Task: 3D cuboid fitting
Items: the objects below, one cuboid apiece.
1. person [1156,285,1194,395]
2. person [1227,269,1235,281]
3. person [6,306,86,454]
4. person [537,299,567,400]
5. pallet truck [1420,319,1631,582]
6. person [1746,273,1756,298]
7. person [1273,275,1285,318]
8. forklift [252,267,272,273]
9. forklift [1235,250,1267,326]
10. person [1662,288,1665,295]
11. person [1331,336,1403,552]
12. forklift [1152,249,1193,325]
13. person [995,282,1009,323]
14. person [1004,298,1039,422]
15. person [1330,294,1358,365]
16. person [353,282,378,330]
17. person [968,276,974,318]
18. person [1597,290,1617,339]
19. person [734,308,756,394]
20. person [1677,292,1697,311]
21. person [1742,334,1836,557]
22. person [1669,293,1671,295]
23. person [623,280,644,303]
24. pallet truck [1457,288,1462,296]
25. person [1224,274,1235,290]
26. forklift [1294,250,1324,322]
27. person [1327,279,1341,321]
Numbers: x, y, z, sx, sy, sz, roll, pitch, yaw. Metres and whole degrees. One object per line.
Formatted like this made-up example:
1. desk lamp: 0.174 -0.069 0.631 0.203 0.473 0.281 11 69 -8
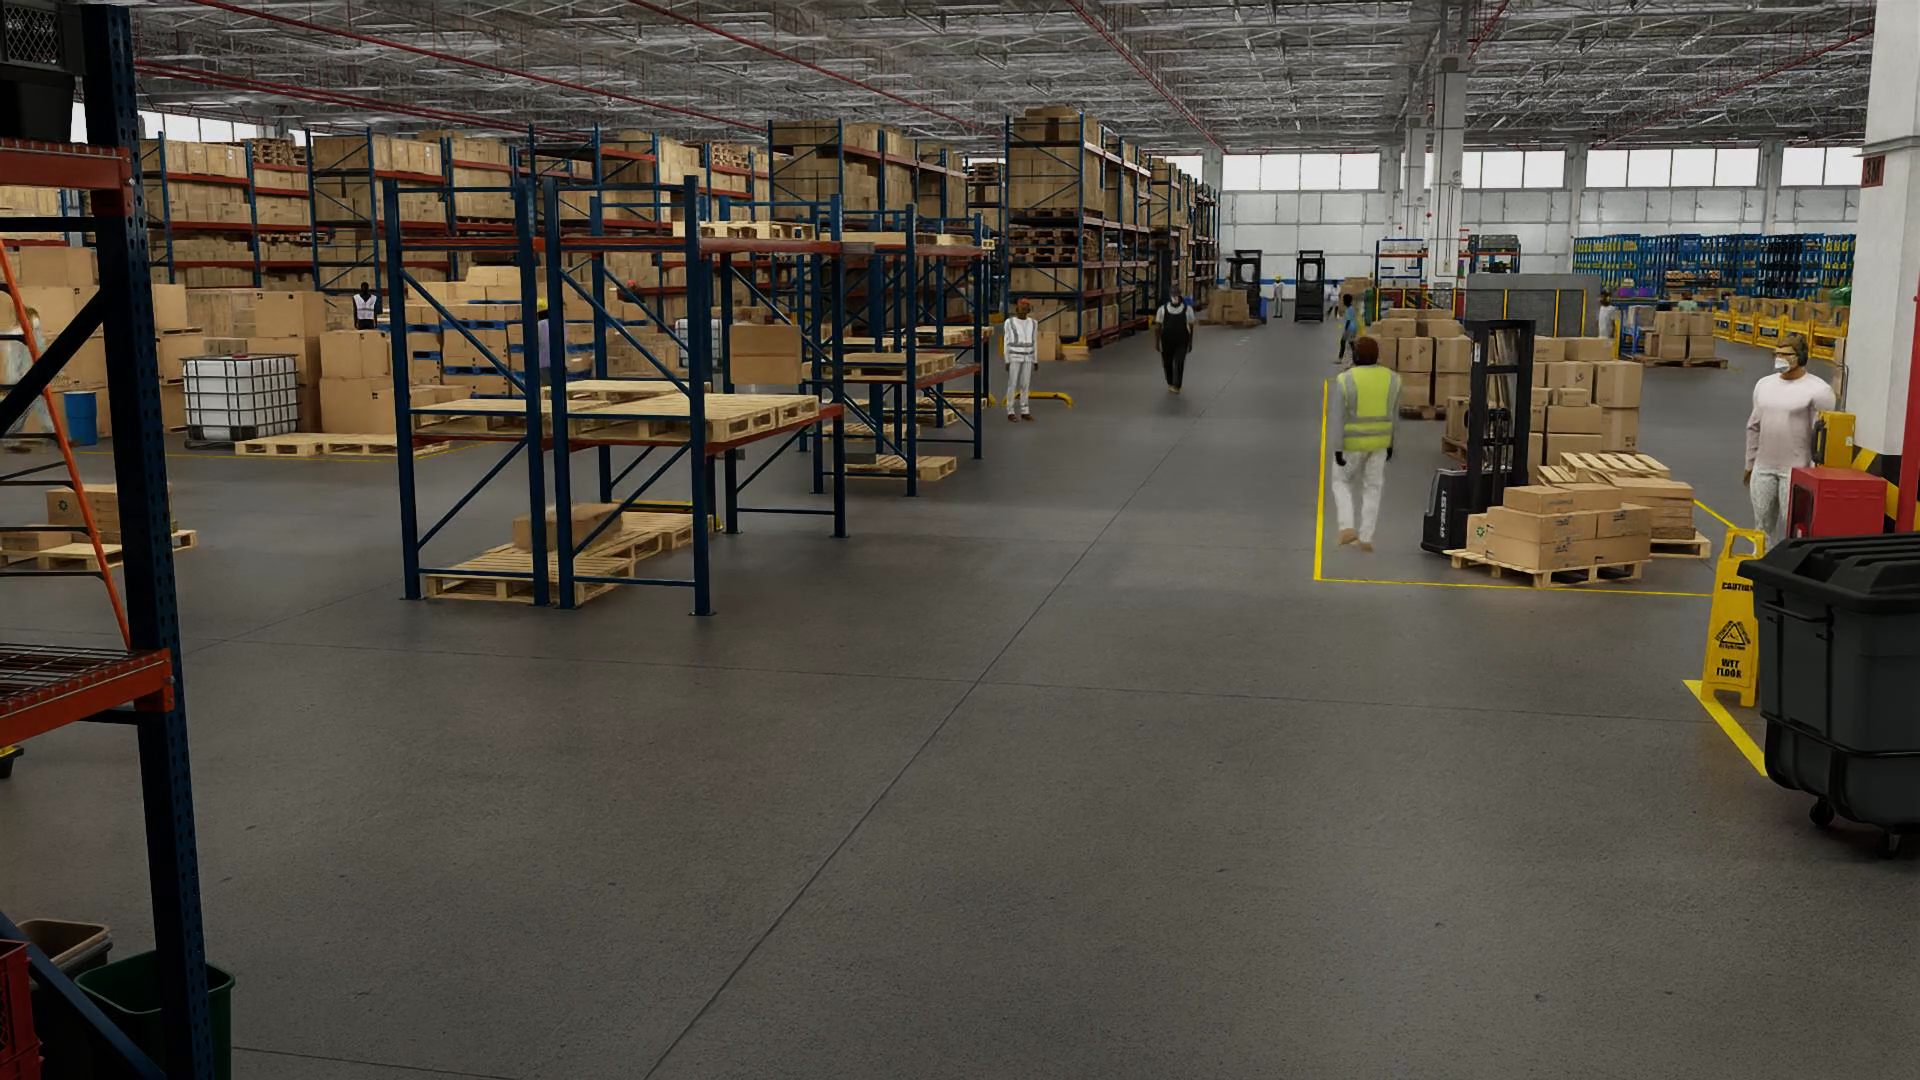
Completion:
1. person: 3.958 -3.709 30.650 0.686 2.000 0.813 2 10 13
2. person: 14.829 -13.772 90.556 0.635 1.932 1.039 1 10 6
3. person: -11.684 -2.017 21.097 1.051 1.876 0.634 -1 10 -8
4. person: -6.244 -2.642 24.812 0.758 1.881 0.618 8 13 40
5. pallet truck: 4.543 -0.757 13.299 0.823 1.965 1.885 -4 10 -22
6. person: 38.446 -12.038 80.608 0.703 1.822 0.582 4 11 24
7. person: 13.441 -10.275 70.226 0.421 1.816 0.585 -8 13 -40
8. forklift: -24.612 -8.833 58.511 1.129 2.768 1.873 2 10 12
9. forklift: 10.665 -9.367 61.676 1.129 2.768 1.873 4 11 25
10. person: 34.048 -12.026 80.351 0.996 1.897 0.670 5 11 28
11. person: 3.422 -0.808 14.114 0.630 1.827 0.454 -1 10 -6
12. forklift: 7.646 -9.320 61.395 1.873 2.768 1.129 2 10 11
13. person: 1.634 -9.070 63.653 0.707 1.599 0.527 -9 13 -41
14. person: 0.935 -2.749 25.422 0.572 1.887 0.355 -5 11 -27
15. person: 9.013 -4.905 38.814 0.817 1.657 0.557 1 10 9
16. person: -14.816 -5.473 41.493 0.587 1.911 0.397 -4 10 -24
17. person: 0.446 -9.243 64.095 0.424 1.812 0.598 2 10 13
18. person: 13.081 -4.142 33.748 0.373 1.867 0.524 -2 10 -14
19. person: -3.848 -3.316 29.597 0.515 1.616 0.670 4 10 23
20. person: 19.992 -6.041 45.786 0.514 1.595 0.850 2 10 14
21. person: 5.951 -0.512 12.019 0.371 1.941 0.627 -5 11 -29
22. person: 34.348 -12.023 80.679 0.740 1.787 0.407 -3 10 -16
23. person: -8.250 -5.603 42.110 0.627 1.966 0.873 -9 13 -43
24. pallet truck: 20.506 -9.785 68.819 0.653 1.274 1.630 2 10 12
25. person: 14.052 -13.029 86.765 0.536 1.734 0.864 2 10 11
26. forklift: 13.778 -10.002 65.433 1.129 2.768 1.873 2 10 12
27. person: 15.121 -9.710 67.249 0.543 1.687 0.471 -2 10 -11
